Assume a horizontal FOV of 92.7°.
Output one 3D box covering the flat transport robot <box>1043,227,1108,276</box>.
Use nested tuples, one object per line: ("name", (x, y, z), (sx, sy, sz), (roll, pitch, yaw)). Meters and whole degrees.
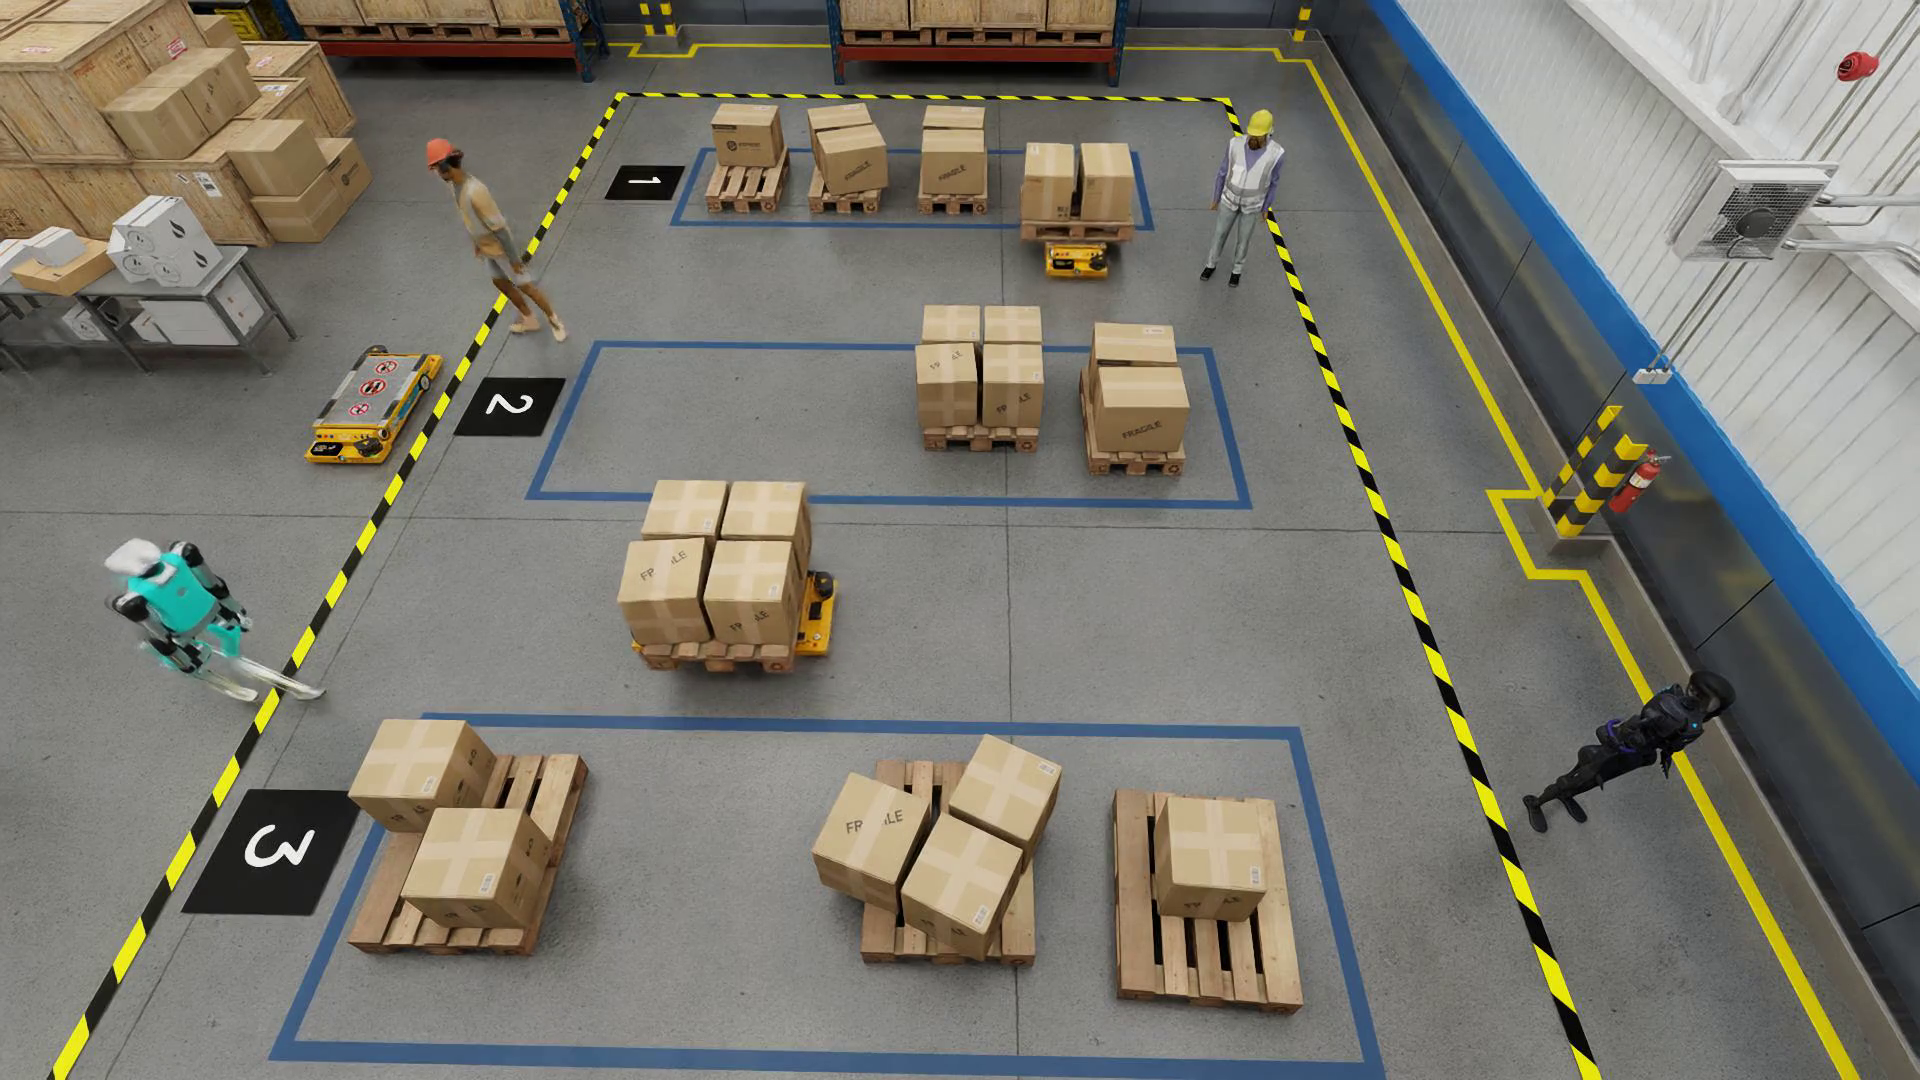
("flat transport robot", (1.270, -3.447, 10.266), (0.652, 0.197, 1.431), (1, 50, 1))

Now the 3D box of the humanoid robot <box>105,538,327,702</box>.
("humanoid robot", (-4.944, 0.594, 5.899), (0.981, 1.728, 0.536), (9, 50, 8))

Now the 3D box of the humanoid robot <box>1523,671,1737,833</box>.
("humanoid robot", (3.924, 1.251, 5.374), (0.599, 1.659, 0.315), (-7, 50, -6))

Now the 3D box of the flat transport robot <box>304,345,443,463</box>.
("flat transport robot", (-5.383, -1.269, 8.441), (0.659, 0.231, 1.431), (1, 50, 1))

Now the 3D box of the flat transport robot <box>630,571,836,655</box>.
("flat transport robot", (-1.686, 0.533, 6.898), (1.431, 0.197, 0.652), (1, 50, 1))

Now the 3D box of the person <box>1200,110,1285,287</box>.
("person", (2.840, -3.414, 9.231), (0.599, 1.829, 0.404), (19, 52, 16))

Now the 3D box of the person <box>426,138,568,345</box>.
("person", (-4.277, -2.730, 8.557), (0.749, 1.991, 0.488), (36, 59, 27))
